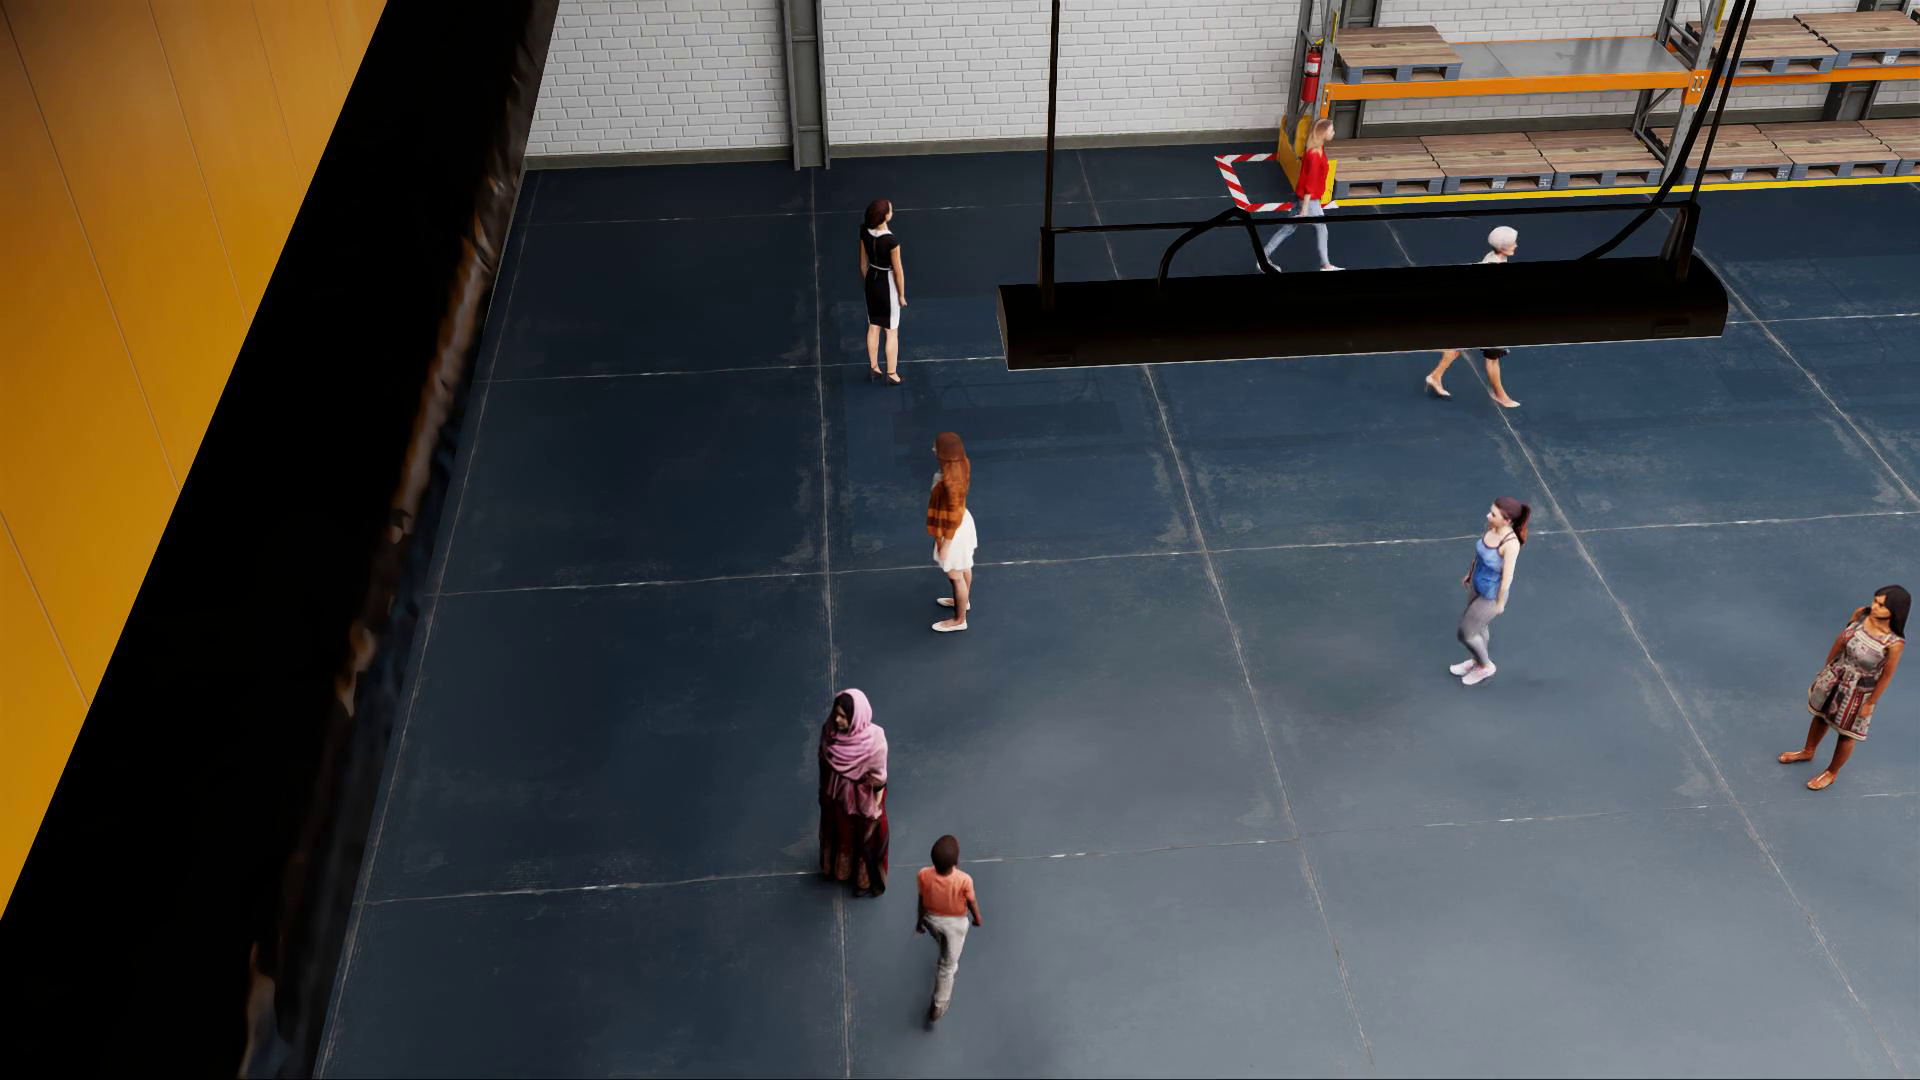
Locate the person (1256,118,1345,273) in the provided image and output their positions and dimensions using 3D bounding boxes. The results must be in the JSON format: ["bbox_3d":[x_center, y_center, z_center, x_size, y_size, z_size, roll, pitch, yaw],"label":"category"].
[{"bbox_3d":[3.280,-3.279,16.097,1.157,1.659,0.762,4,39,5],"label":"person"}]

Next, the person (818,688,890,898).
[{"bbox_3d":[-0.652,1.513,10.114,0.742,1.638,0.826,22,43,25],"label":"person"}]

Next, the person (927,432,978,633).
[{"bbox_3d":[-0.036,-0.076,12.039,0.637,1.719,0.660,5,39,6],"label":"person"}]

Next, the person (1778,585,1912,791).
[{"bbox_3d":[5.821,0.935,10.832,0.615,1.645,0.699,-12,40,-15],"label":"person"}]

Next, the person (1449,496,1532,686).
[{"bbox_3d":[3.748,0.353,11.597,0.583,1.600,0.570,-1,39,-1],"label":"person"}]

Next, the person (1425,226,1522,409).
[{"bbox_3d":[4.426,-1.911,14.347,1.172,1.705,0.935,13,40,16],"label":"person"}]

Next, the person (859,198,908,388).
[{"bbox_3d":[-0.680,-2.165,14.593,0.640,1.795,0.719,24,44,27],"label":"person"}]

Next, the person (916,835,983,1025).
[{"bbox_3d":[-0.097,2.220,9.511,0.909,1.286,0.786,11,40,13],"label":"person"}]
